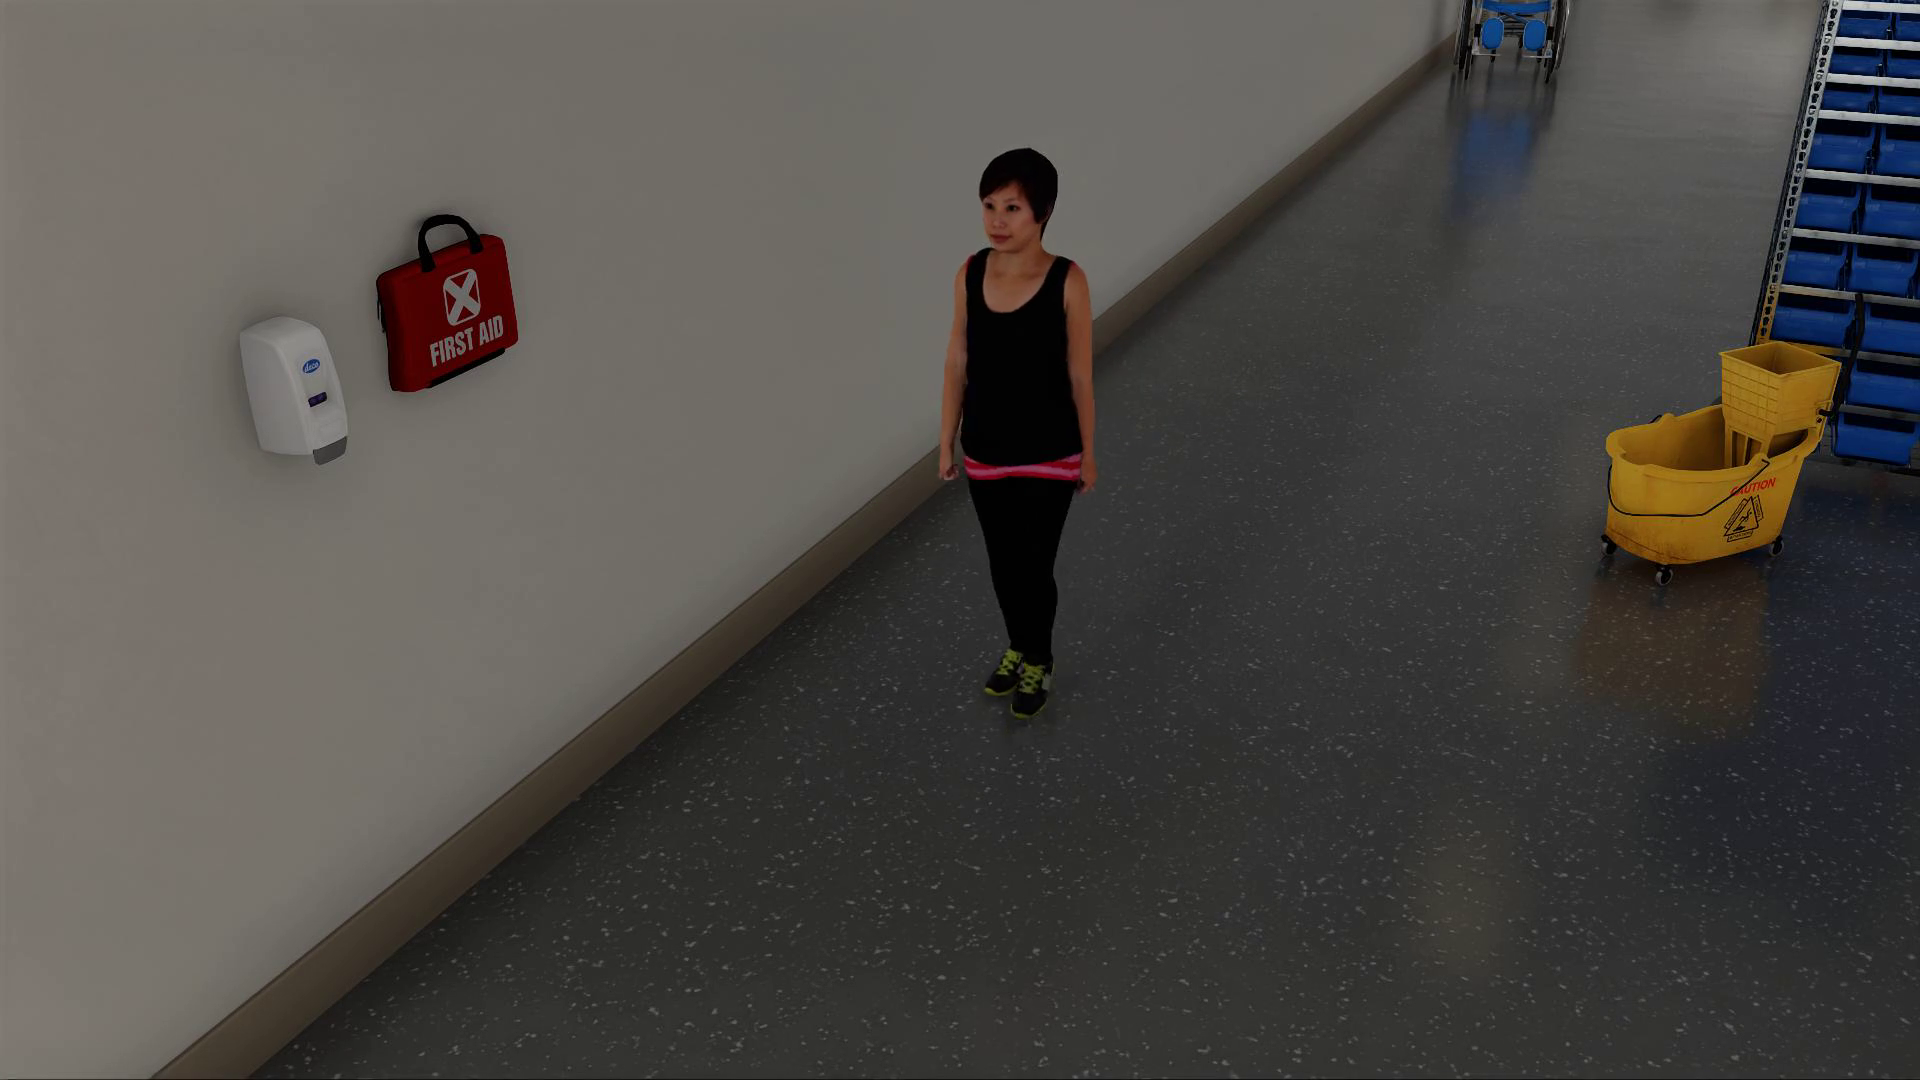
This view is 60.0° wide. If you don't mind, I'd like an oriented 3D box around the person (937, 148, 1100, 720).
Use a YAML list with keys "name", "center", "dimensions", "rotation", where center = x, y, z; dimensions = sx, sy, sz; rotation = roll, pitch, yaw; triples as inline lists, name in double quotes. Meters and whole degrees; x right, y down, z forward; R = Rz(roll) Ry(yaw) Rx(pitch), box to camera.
- name: "person"
  center: [0.202, -0.287, 4.483]
  dimensions: [0.530, 1.539, 0.651]
  rotation: [15, 29, 28]
